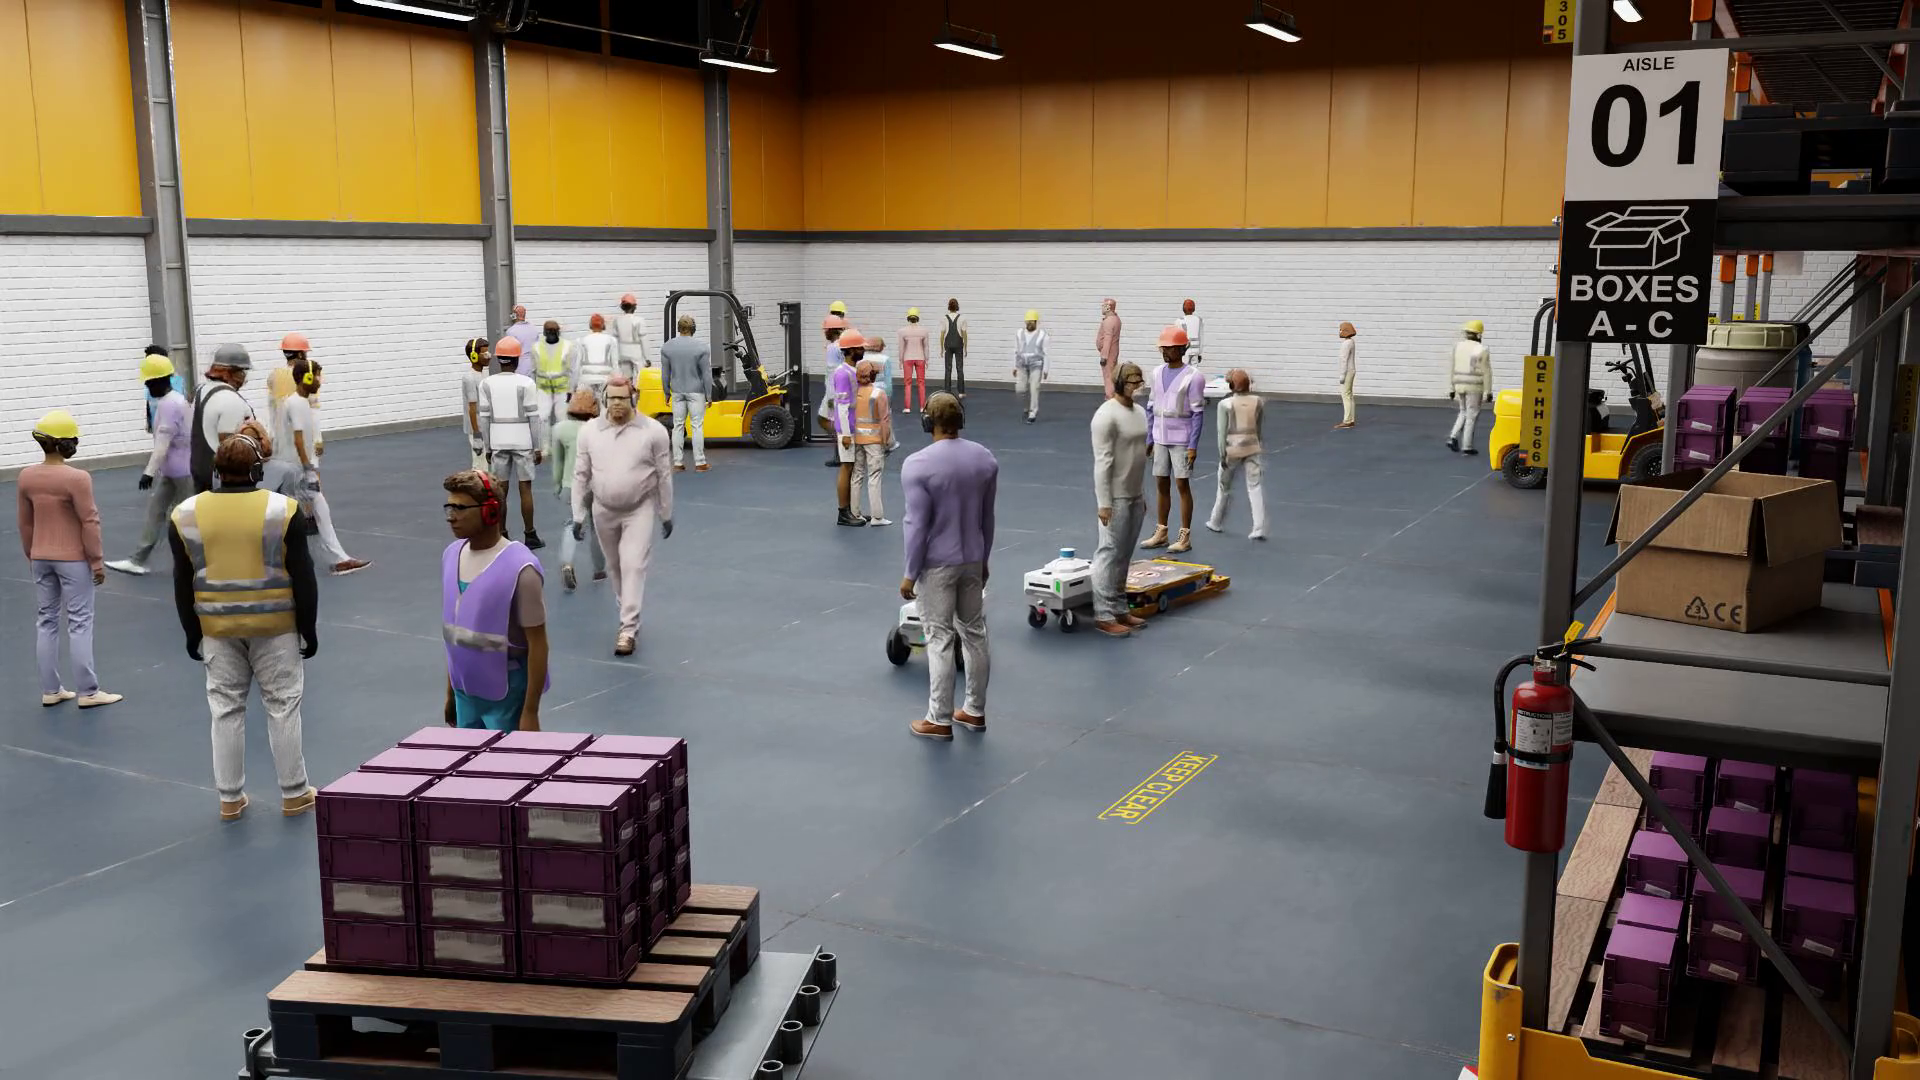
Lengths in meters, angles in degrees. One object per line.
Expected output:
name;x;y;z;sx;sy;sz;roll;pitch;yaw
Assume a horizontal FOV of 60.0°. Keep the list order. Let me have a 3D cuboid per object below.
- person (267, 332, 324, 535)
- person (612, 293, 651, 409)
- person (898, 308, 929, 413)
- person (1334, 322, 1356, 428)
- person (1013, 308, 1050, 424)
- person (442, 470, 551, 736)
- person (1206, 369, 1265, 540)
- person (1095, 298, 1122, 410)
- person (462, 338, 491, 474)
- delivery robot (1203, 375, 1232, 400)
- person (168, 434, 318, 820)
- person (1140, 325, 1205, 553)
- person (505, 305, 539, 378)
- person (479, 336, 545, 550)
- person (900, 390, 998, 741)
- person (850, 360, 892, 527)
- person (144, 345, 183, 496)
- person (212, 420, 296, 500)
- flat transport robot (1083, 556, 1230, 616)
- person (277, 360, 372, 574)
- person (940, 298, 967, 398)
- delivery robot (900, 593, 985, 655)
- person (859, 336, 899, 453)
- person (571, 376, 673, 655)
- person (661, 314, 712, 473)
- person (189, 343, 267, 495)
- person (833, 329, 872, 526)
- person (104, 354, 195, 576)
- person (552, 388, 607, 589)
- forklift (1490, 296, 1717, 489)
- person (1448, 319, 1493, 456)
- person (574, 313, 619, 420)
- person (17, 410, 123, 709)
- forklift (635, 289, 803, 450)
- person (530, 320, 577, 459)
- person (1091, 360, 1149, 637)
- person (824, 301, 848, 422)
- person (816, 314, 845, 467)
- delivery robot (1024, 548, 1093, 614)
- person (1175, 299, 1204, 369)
person;-6.310;-1.013;15.894;0.551;1.934;0.373;4;10;20
person;-5.337;-2.998;27.097;0.671;2.030;0.504;4;11;22
person;-0.775;-3.000;27.892;0.524;1.769;0.308;-1;10;-8
person;5.959;-2.541;25.646;0.280;1.624;0.494;4;11;21
person;1.112;-2.723;26.130;0.627;1.816;0.425;4;11;21
person;-1.854;0.629;6.653;0.571;1.843;0.373;8;12;38
person;2.655;-0.813;15.733;0.517;1.594;0.853;-3;10;-16
person;2.535;-3.181;28.519;0.410;1.913;0.643;3;10;18
person;-4.641;-1.021;16.137;0.318;1.870;0.531;-1;10;-8
delivery robot;4.564;-2.650;29.098;0.707;0.478;0.477;3;10;18
person;-3.364;0.416;7.898;0.632;1.843;0.429;-2;10;-9
person;1.904;-0.904;14.957;0.375;2.044;0.607;-9;13;-43
person;-6.585;-2.556;24.920;0.409;1.909;0.642;5;11;25
person;-4.049;-0.868;15.048;0.543;1.939;0.361;1;10;5
person;-0.070;0.145;9.197;0.629;1.937;0.378;-8;13;-38
person;-0.910;-0.950;16.393;0.523;1.639;0.306;6;12;33
person;-8.723;-1.299;18.258;0.556;1.682;0.378;6;11;31
person;-4.499;0.043;10.657;0.500;1.633;0.286;-5;11;-26
flat transport robot;1.459;0.344;12.856;0.652;0.197;1.431;7;12;36
person;-5.466;-0.574;13.747;0.957;1.809;0.646;-2;10;-10
person;-0.115;-3.544;30.816;0.505;1.847;0.346;1;10;4
delivery robot;-0.110;0.484;10.957;0.477;0.478;0.707;5;11;24
person;-1.100;-1.900;22.042;0.543;1.590;0.892;5;11;26
person;-2.322;-0.196;11.407;0.662;1.858;0.989;1;10;3
person;-3.330;-1.784;20.352;0.636;1.938;0.354;2;10;10
person;-5.627;-0.548;12.904;0.709;2.000;0.851;9;13;41
person;-1.063;-1.110;16.441;0.342;1.941;0.551;2;10;10
person;-6.549;-0.600;13.750;0.992;1.856;0.577;-6;11;-29
person;-3.040;-0.414;13.381;0.502;1.606;0.717;-1;10;-3
forklift;7.296;-1.677;18.993;2.313;2.155;1.214;5;11;27
person;6.758;-2.008;22.000;0.416;1.818;0.605;-6;11;-31
person;-5.016;-2.186;22.892;0.652;1.866;0.581;-1;10;-8
person;-5.290;0.118;9.843;0.528;1.767;0.330;3;10;16
forklift;-3.358;-2.392;23.136;2.313;2.155;1.214;-1;10;-5
person;-5.293;-1.950;21.655;0.632;1.821;0.499;-1;10;-4
person;1.138;-0.298;11.751;0.352;1.937;0.635;6;11;31
person;-1.977;-2.843;26.534;0.383;1.922;0.587;-3;10;-17
person;-1.574;-1.856;20.824;0.408;1.917;0.565;3;10;17
delivery robot;0.770;0.303;12.000;0.477;0.478;0.707;7;12;37
person;3.979;-3.249;29.002;0.574;1.882;0.356;-4;11;-24
